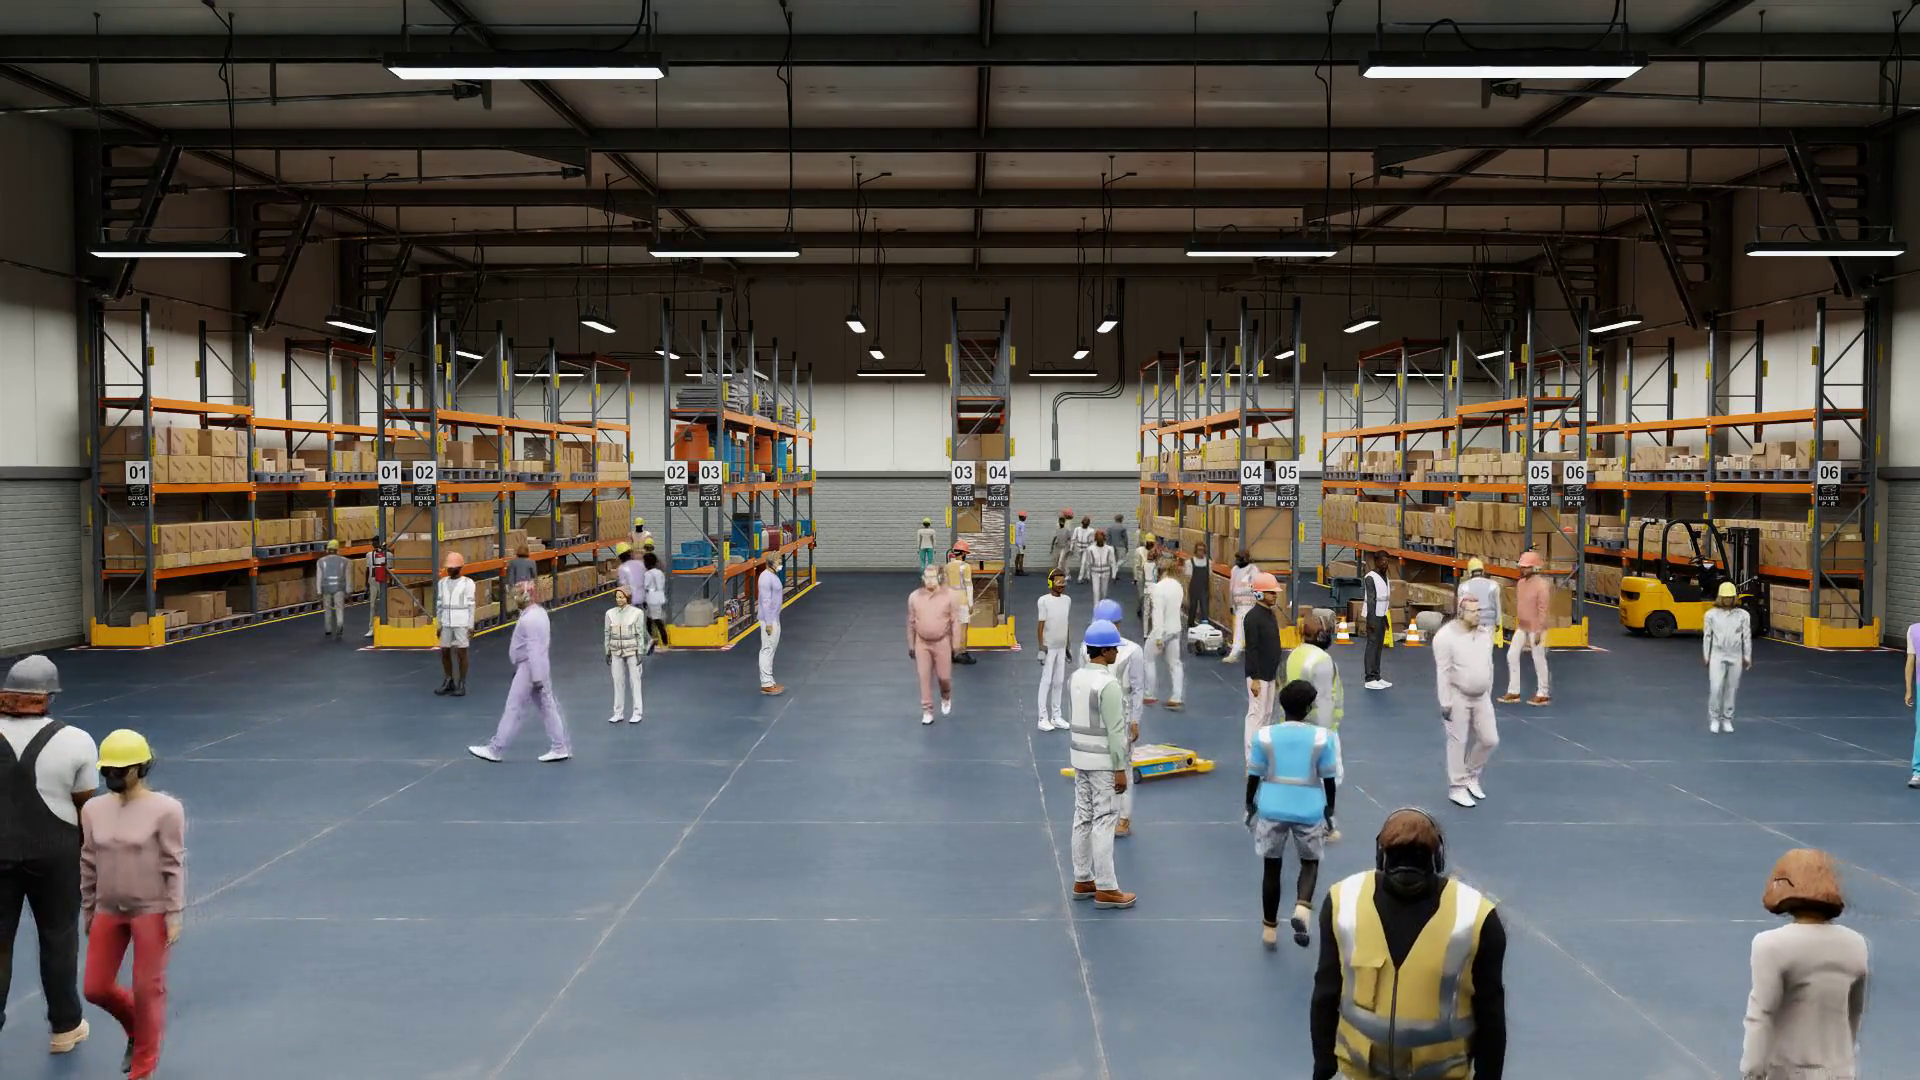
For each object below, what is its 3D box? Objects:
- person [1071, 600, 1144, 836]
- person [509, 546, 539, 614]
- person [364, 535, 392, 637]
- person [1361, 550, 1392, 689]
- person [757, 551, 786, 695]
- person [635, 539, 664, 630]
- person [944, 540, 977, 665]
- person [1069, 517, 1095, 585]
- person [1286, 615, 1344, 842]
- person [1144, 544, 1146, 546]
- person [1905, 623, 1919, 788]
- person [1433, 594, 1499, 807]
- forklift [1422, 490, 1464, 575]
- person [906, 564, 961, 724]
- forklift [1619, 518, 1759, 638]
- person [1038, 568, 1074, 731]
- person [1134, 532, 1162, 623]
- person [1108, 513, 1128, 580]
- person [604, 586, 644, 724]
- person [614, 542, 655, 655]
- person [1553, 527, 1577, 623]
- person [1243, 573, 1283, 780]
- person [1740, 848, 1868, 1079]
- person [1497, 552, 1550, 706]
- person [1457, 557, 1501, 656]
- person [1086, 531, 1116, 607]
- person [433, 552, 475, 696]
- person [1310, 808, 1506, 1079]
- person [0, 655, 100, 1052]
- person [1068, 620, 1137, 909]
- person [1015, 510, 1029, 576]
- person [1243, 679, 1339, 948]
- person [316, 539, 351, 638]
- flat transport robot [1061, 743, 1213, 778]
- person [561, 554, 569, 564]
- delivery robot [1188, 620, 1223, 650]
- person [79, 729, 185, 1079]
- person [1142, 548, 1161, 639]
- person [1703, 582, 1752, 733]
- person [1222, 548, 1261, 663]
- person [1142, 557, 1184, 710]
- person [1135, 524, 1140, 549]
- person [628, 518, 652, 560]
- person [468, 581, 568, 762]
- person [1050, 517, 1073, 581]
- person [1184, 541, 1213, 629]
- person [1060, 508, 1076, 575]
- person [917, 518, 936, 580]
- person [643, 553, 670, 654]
[{"bbox_3d":[1.184,1.459,13.190,0.631,1.929,0.589,2,3,34],"label":"person"},{"bbox_3d":[-8.430,0.902,31.244,0.527,1.581,0.863,0,2,-2],"label":"person"},{"bbox_3d":[-10.626,0.836,29.482,0.510,1.871,0.328,0,2,-2],"label":"person"},{"bbox_3d":[5.792,1.094,22.431,0.391,1.913,0.588,1,3,33],"label":"person"},{"bbox_3d":[-2.549,1.109,21.817,0.373,1.935,0.628,0,2,2],"label":"person"},{"bbox_3d":[-5.949,0.841,30.952,0.555,1.727,0.835,0,2,-7],"label":"person"},{"bbox_3d":[0.007,0.972,25.292,0.543,1.932,0.365,2,3,40],"label":"person"},{"bbox_3d":[3.355,0.278,43.910,0.650,1.840,0.954,1,2,20],"label":"person"},{"bbox_3d":[2.807,1.511,12.906,0.502,1.827,0.634,0,2,-12],"label":"person"},{"bbox_3d":[5.209,0.251,44.582,0.764,1.909,0.666,0,2,10],"label":"person"},{"bbox_3d":[9.216,1.416,15.179,0.566,1.841,0.381,2,3,35],"label":"person"},{"bbox_3d":[4.527,1.423,14.421,0.653,1.893,0.430,-1,2,-20],"label":"person"},{"bbox_3d":[13.926,-0.371,47.846,1.873,2.768,1.129,0,2,0],"label":"forklift"},{"bbox_3d":[-0.314,1.229,19.251,0.668,1.892,0.543,0,2,11],"label":"person"},{"bbox_3d":[13.417,0.684,29.791,2.313,2.155,1.214,0,2,0],"label":"forklift"},{"bbox_3d":[1.115,1.261,18.752,0.512,1.872,0.330,-2,3,-40],"label":"person"},{"bbox_3d":[3.783,0.741,32.502,0.606,1.816,0.562,0,2,-6],"label":"person"},{"bbox_3d":[4.413,0.197,45.283,0.668,1.908,0.607,2,3,41],"label":"person"},{"bbox_3d":[-3.989,1.362,19.216,0.508,1.629,0.318,1,2,13],"label":"person"},{"bbox_3d":[-5.227,0.970,25.847,0.572,1.886,0.669,1,3,31],"label":"person"},{"bbox_3d":[12.138,0.695,32.307,0.542,1.927,0.382,0,2,1],"label":"person"},{"bbox_3d":[2.967,1.318,15.785,0.376,1.995,0.612,1,3,29],"label":"person"},{"bbox_3d":[2.964,1.908,5.715,0.546,1.611,0.341,-1,2,-15],"label":"person"},{"bbox_3d":[7.212,1.138,20.647,0.794,1.963,0.648,-1,2,-18],"label":"person"},{"bbox_3d":[7.273,1.145,22.613,0.594,1.799,0.809,1,2,13],"label":"person"},{"bbox_3d":[2.865,0.722,32.875,0.592,1.842,0.992,0,2,-1],"label":"person"},{"bbox_3d":[-6.811,1.131,21.642,0.676,1.918,0.443,1,2,14],"label":"person"},{"bbox_3d":[1.518,1.811,5.504,0.641,1.832,0.462,1,3,27],"label":"person"},{"bbox_3d":[-4.791,1.614,8.284,0.722,2.000,0.536,-1,2,-21],"label":"person"},{"bbox_3d":[0.961,1.526,11.117,0.387,1.948,0.605,-1,3,-26],"label":"person"},{"bbox_3d":[1.804,0.088,47.481,0.376,1.934,0.547,-1,2,-22],"label":"person"},{"bbox_3d":[2.034,1.704,9.982,0.598,1.675,0.465,0,2,10],"label":"person"},{"bbox_3d":[-11.336,0.884,29.226,0.592,1.802,0.845,-1,3,-25],"label":"person"},{"bbox_3d":[1.745,2.186,15.840,1.431,0.197,0.652,-2,3,-36],"label":"flat transport robot"},{"bbox_3d":[-10.809,0.217,43.510,0.625,1.991,0.394,1,2,13],"label":"person"},{"bbox_3d":[4.045,1.570,26.647,0.477,0.478,0.707,-1,2,-17],"label":"delivery robot"},{"bbox_3d":[-3.919,1.761,7.675,0.526,1.754,0.416,0,2,4],"label":"person"},{"bbox_3d":[3.460,0.970,28.966,0.310,1.639,0.514,-2,3,-34],"label":"person"},{"bbox_3d":[8.774,1.347,18.434,0.492,1.723,0.613,1,2,14],"label":"person"},{"bbox_3d":[4.560,1.023,25.648,0.899,1.808,0.629,-1,3,-27],"label":"person"},{"bbox_3d":[2.505,1.175,20.389,0.819,1.906,0.647,2,3,43],"label":"person"},{"bbox_3d":[5.340,0.250,47.134,0.499,1.633,0.286,-1,2,-21],"label":"person"},{"bbox_3d":[-7.816,0.415,39.383,0.593,1.922,0.381,0,2,-1],"label":"person"},{"bbox_3d":[-4.493,1.356,16.536,0.998,1.858,0.648,0,2,-1],"label":"person"},{"bbox_3d":[2.818,0.250,45.035,0.615,1.805,0.944,2,3,42],"label":"person"},{"bbox_3d":[4.183,0.915,28.397,0.530,1.805,0.968,0,2,-5],"label":"person"},{"bbox_3d":[3.125,0.050,47.660,0.593,1.994,0.626,0,2,-8],"label":"person"},{"bbox_3d":[-0.940,0.251,45.482,0.533,1.767,0.327,0,2,1],"label":"person"},{"bbox_3d":[-5.131,1.046,26.628,0.812,1.647,0.553,1,2,15],"label":"person"}]
